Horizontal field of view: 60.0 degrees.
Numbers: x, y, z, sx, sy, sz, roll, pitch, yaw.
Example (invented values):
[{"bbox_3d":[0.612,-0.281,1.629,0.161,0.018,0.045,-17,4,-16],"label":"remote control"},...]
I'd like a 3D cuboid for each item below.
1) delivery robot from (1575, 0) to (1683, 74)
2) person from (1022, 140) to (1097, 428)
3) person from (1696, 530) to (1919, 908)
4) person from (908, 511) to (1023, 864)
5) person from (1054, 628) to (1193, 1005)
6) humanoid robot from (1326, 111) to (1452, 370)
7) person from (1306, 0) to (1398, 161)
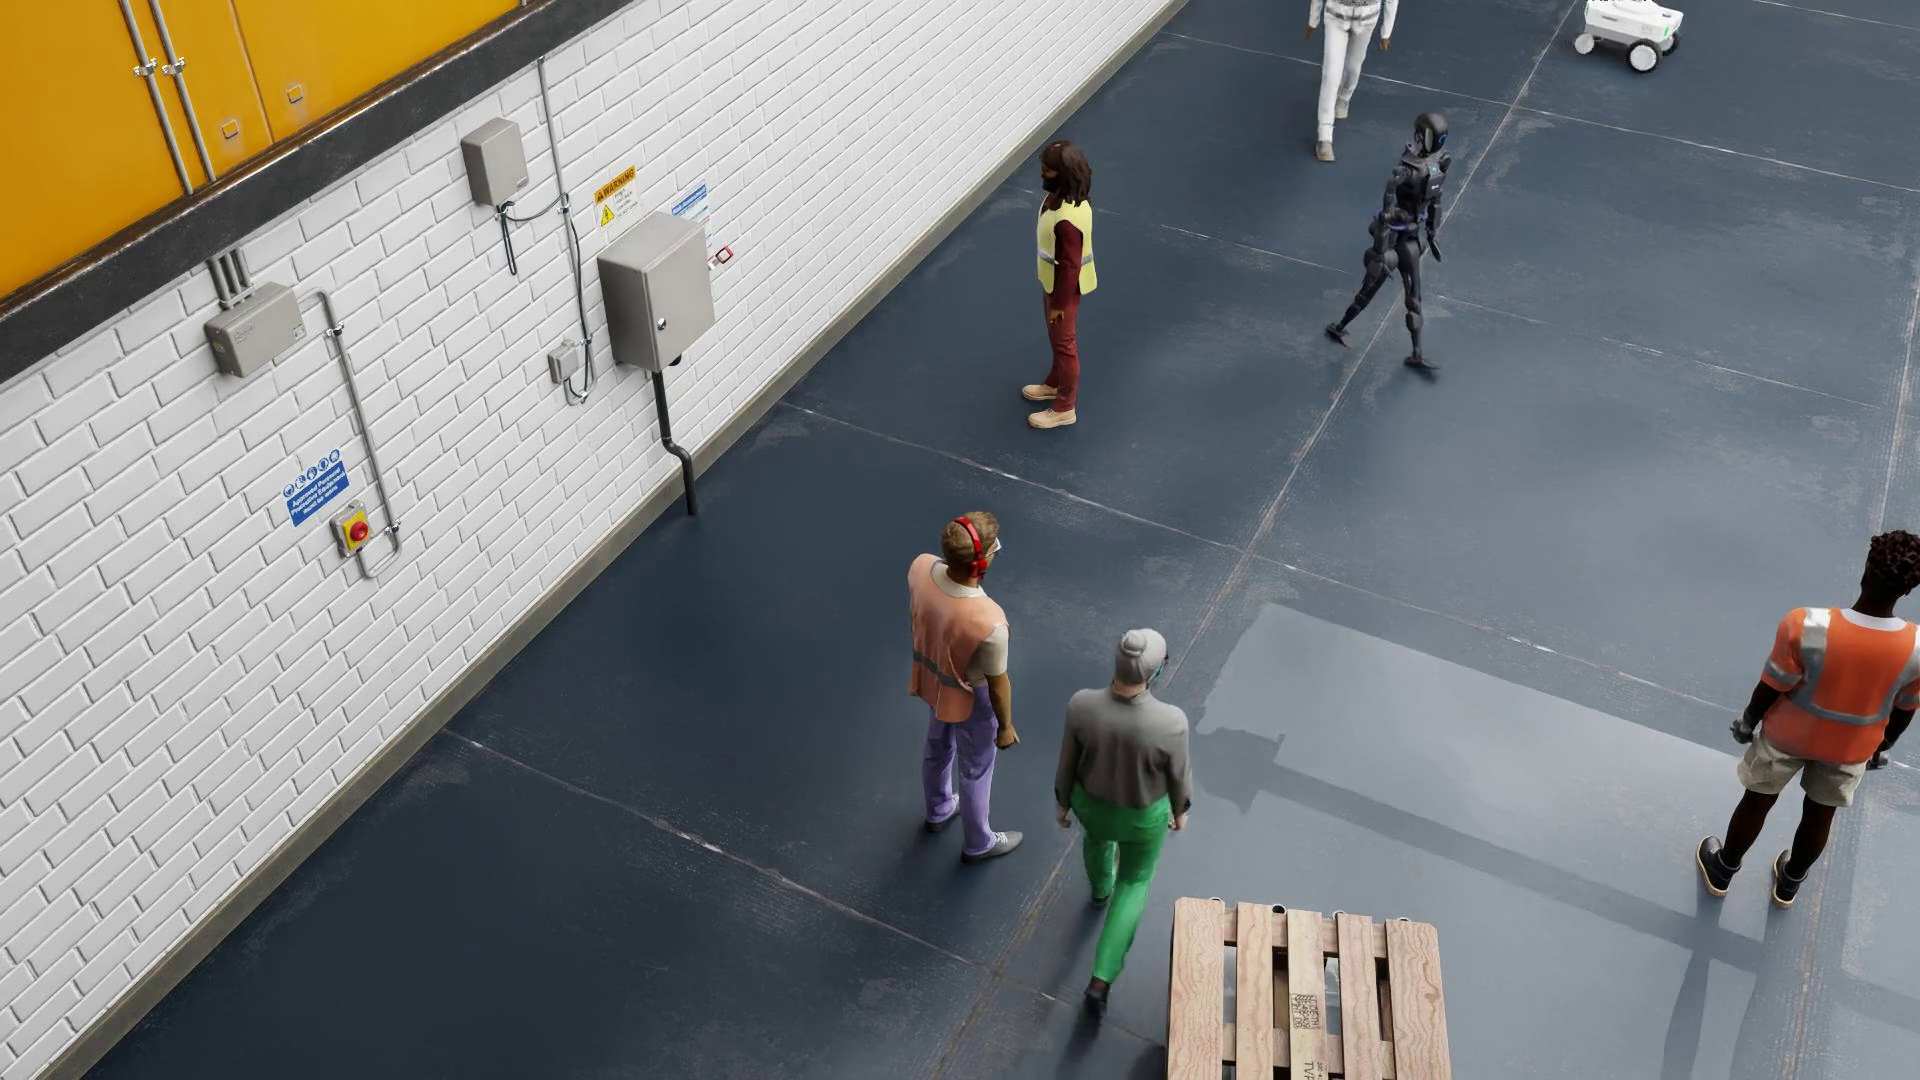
[{"bbox_3d":[5.417,-4.148,13.424,0.793,0.590,0.499,27,48,28],"label":"delivery robot"},{"bbox_3d":[0.572,-1.434,9.349,0.378,1.773,0.469,-2,41,-3],"label":"person"},{"bbox_3d":[3.440,0.752,6.668,0.602,1.966,0.367,11,42,13],"label":"person"},{"bbox_3d":[0.006,0.636,6.893,0.390,1.845,0.563,-29,48,-29],"label":"person"},{"bbox_3d":[0.626,1.027,6.473,0.527,1.822,0.824,14,43,15],"label":"person"},{"bbox_3d":[2.626,-1.766,9.836,0.595,1.623,0.772,-27,48,-28],"label":"humanoid robot"},{"bbox_3d":[2.827,-3.767,12.005,0.592,1.840,0.972,5,41,6],"label":"person"}]
